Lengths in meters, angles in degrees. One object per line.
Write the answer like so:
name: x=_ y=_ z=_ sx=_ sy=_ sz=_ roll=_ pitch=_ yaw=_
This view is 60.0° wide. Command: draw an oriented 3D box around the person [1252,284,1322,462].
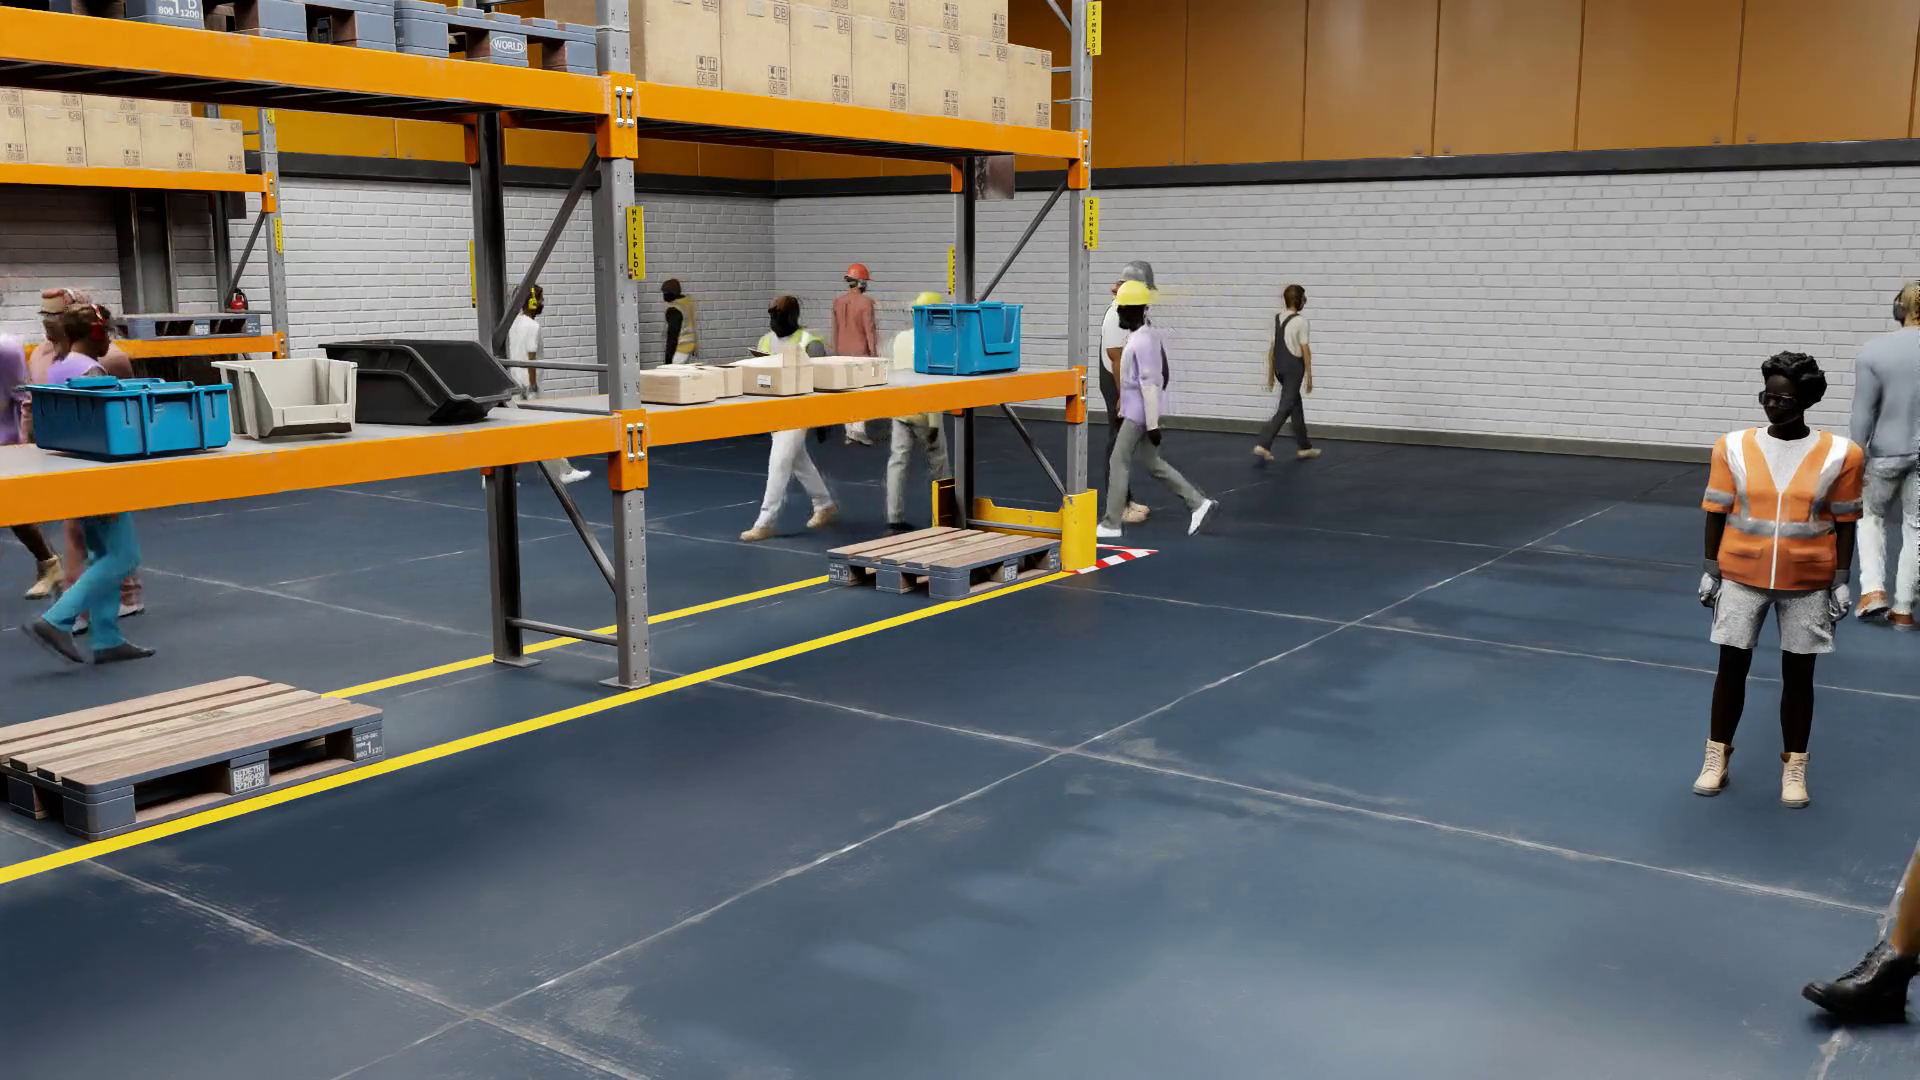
person: x=3.333 y=-1.691 z=16.857 sx=0.989 sy=1.800 sz=0.519 roll=-5 pitch=11 yaw=-28

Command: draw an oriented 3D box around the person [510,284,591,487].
person: x=-3.850 y=-1.383 z=14.944 sx=0.973 sy=1.819 sz=0.542 roll=-8 pitch=12 yaw=-39

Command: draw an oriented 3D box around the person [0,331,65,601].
person: x=-5.616 y=-0.569 z=9.624 sx=0.625 sy=1.988 sz=1.014 roll=4 pitch=10 yaw=21

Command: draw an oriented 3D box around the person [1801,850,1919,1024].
person: x=2.794 y=0.386 z=4.250 sx=1.024 sy=1.885 sz=0.549 roll=-1 pitch=10 yaw=-5

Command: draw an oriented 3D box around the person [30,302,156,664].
person: x=-4.367 y=-0.266 z=8.277 sx=0.476 sy=1.817 sz=0.612 roll=-8 pitch=13 yaw=-41

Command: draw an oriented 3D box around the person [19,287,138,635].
person: x=-4.877 y=-0.424 z=9.058 sx=0.642 sy=1.874 sz=0.864 roll=5 pitch=11 yaw=26

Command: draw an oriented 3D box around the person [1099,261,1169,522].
person: x=1.366 y=-1.175 z=13.038 sx=0.535 sy=2.000 sz=0.684 roll=2 pitch=10 yaw=13

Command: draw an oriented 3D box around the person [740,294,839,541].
person: x=-1.244 y=-0.922 z=12.309 sx=0.639 sy=1.791 sz=0.995 roll=9 pitch=13 yaw=42

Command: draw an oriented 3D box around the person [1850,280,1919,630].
person: x=5.221 y=-0.463 z=9.157 sx=0.624 sy=1.916 sz=0.460 roll=4 pitch=10 yaw=20

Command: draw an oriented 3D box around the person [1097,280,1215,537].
person: x=1.385 y=-0.938 z=12.092 sx=0.911 sy=1.895 sz=0.581 roll=2 pitch=10 yaw=10

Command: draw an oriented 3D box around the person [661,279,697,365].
person: x=-3.493 y=-2.344 z=20.733 sx=0.433 sy=1.809 sz=0.746 roll=1 pitch=10 yaw=7

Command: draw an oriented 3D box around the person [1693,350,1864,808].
person: x=3.030 y=0.146 z=6.182 sx=0.539 sy=1.698 sz=0.318 roll=5 pitch=11 yaw=29

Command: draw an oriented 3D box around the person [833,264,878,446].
person: x=-1.175 y=-2.025 z=18.261 sx=0.695 sy=1.987 sz=0.582 roll=9 pitch=13 yaw=44

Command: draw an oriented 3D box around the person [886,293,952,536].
person: x=-0.241 y=-0.941 z=12.403 sx=0.580 sy=1.772 sz=0.921 roll=8 pitch=12 yaw=39
